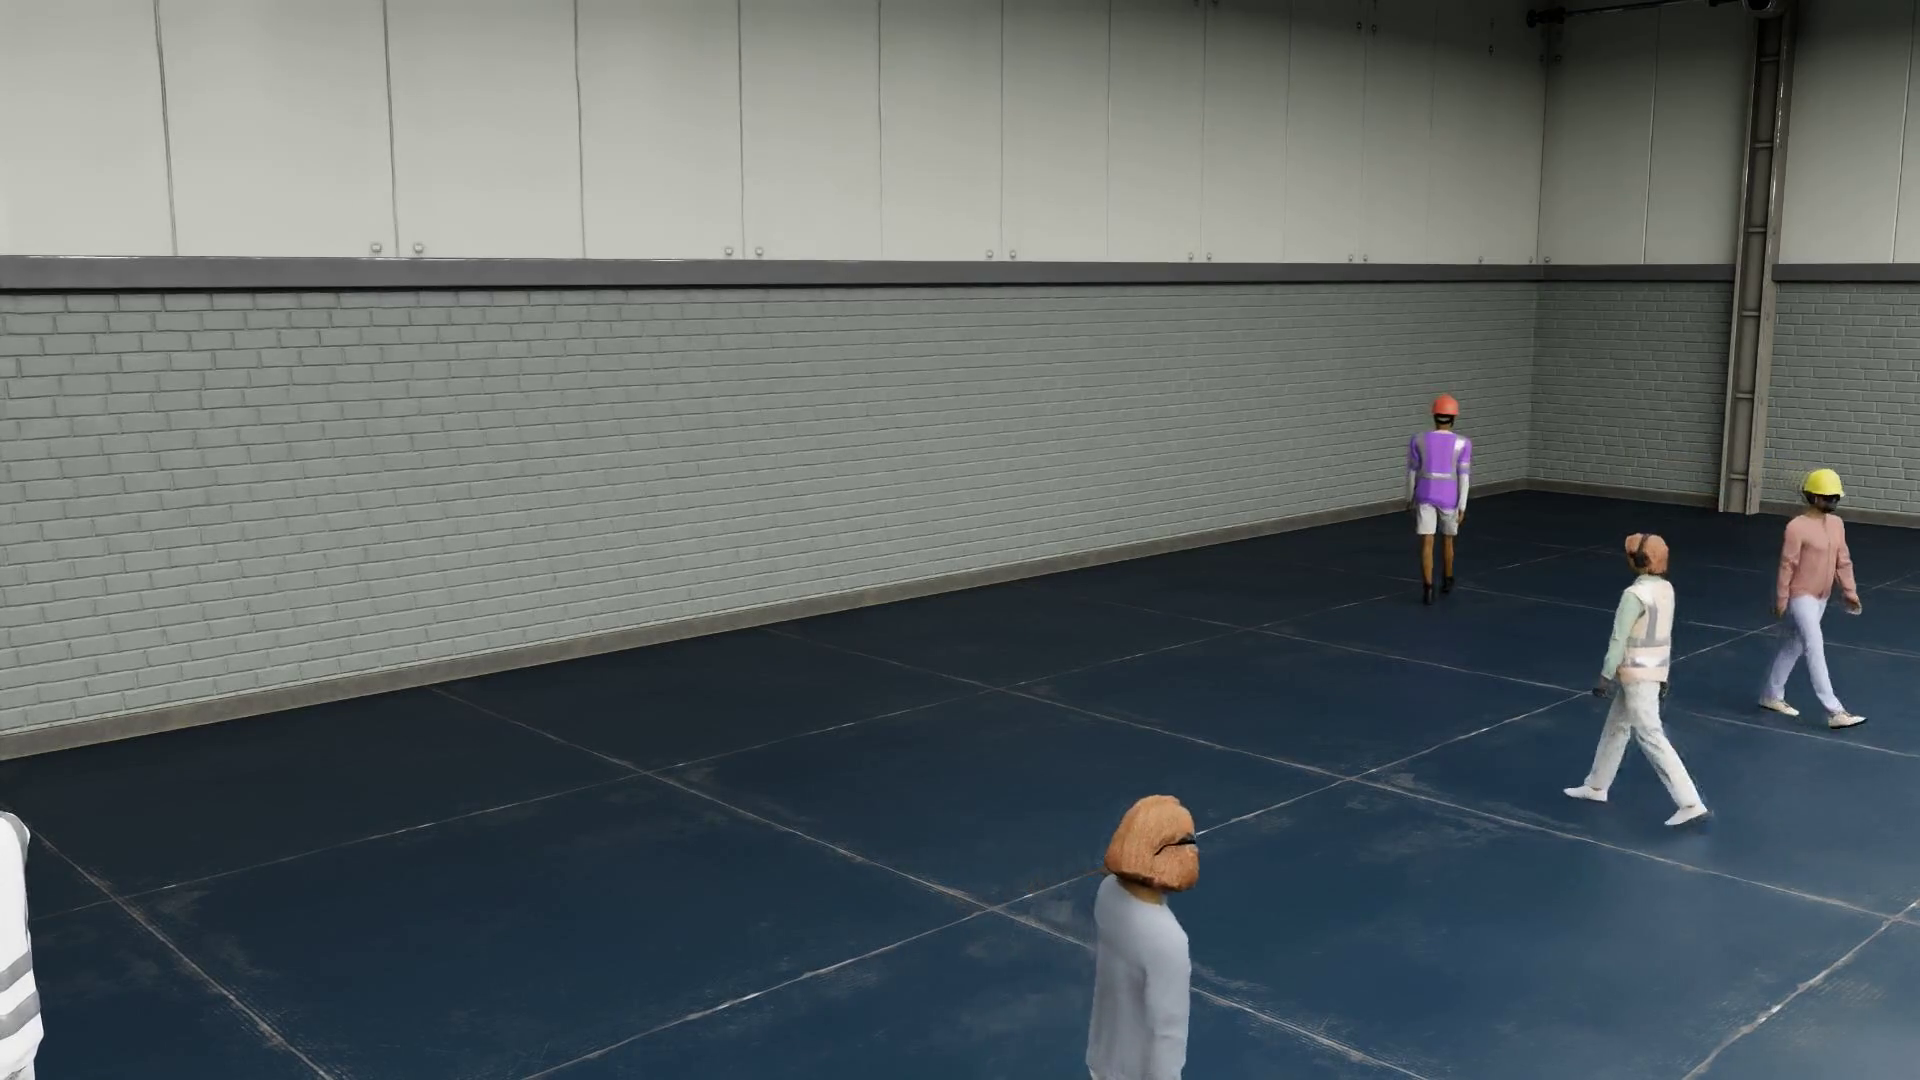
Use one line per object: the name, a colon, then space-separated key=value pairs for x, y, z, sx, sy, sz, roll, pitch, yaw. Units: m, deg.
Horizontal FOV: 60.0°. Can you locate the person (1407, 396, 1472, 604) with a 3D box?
person: x=4.440 y=-0.389 z=15.438 sx=0.571 sy=1.885 sz=0.966 roll=3 pitch=10 yaw=20

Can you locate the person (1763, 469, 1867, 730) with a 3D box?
person: x=5.770 y=0.394 z=11.109 sx=0.528 sy=1.727 sz=0.882 roll=-5 pitch=11 yaw=-30

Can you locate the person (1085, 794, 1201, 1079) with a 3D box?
person: x=0.523 y=1.491 z=4.619 sx=0.368 sy=1.617 sz=0.503 roll=-4 pitch=10 yaw=-23

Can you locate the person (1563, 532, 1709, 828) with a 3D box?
person: x=3.802 y=0.756 z=9.213 sx=0.830 sy=1.604 sz=0.510 roll=8 pitch=12 yaw=40

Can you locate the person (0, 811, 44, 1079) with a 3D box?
person: x=-2.651 y=1.390 z=4.431 sx=0.357 sy=1.884 sz=0.574 roll=0 pitch=9 yaw=-3
